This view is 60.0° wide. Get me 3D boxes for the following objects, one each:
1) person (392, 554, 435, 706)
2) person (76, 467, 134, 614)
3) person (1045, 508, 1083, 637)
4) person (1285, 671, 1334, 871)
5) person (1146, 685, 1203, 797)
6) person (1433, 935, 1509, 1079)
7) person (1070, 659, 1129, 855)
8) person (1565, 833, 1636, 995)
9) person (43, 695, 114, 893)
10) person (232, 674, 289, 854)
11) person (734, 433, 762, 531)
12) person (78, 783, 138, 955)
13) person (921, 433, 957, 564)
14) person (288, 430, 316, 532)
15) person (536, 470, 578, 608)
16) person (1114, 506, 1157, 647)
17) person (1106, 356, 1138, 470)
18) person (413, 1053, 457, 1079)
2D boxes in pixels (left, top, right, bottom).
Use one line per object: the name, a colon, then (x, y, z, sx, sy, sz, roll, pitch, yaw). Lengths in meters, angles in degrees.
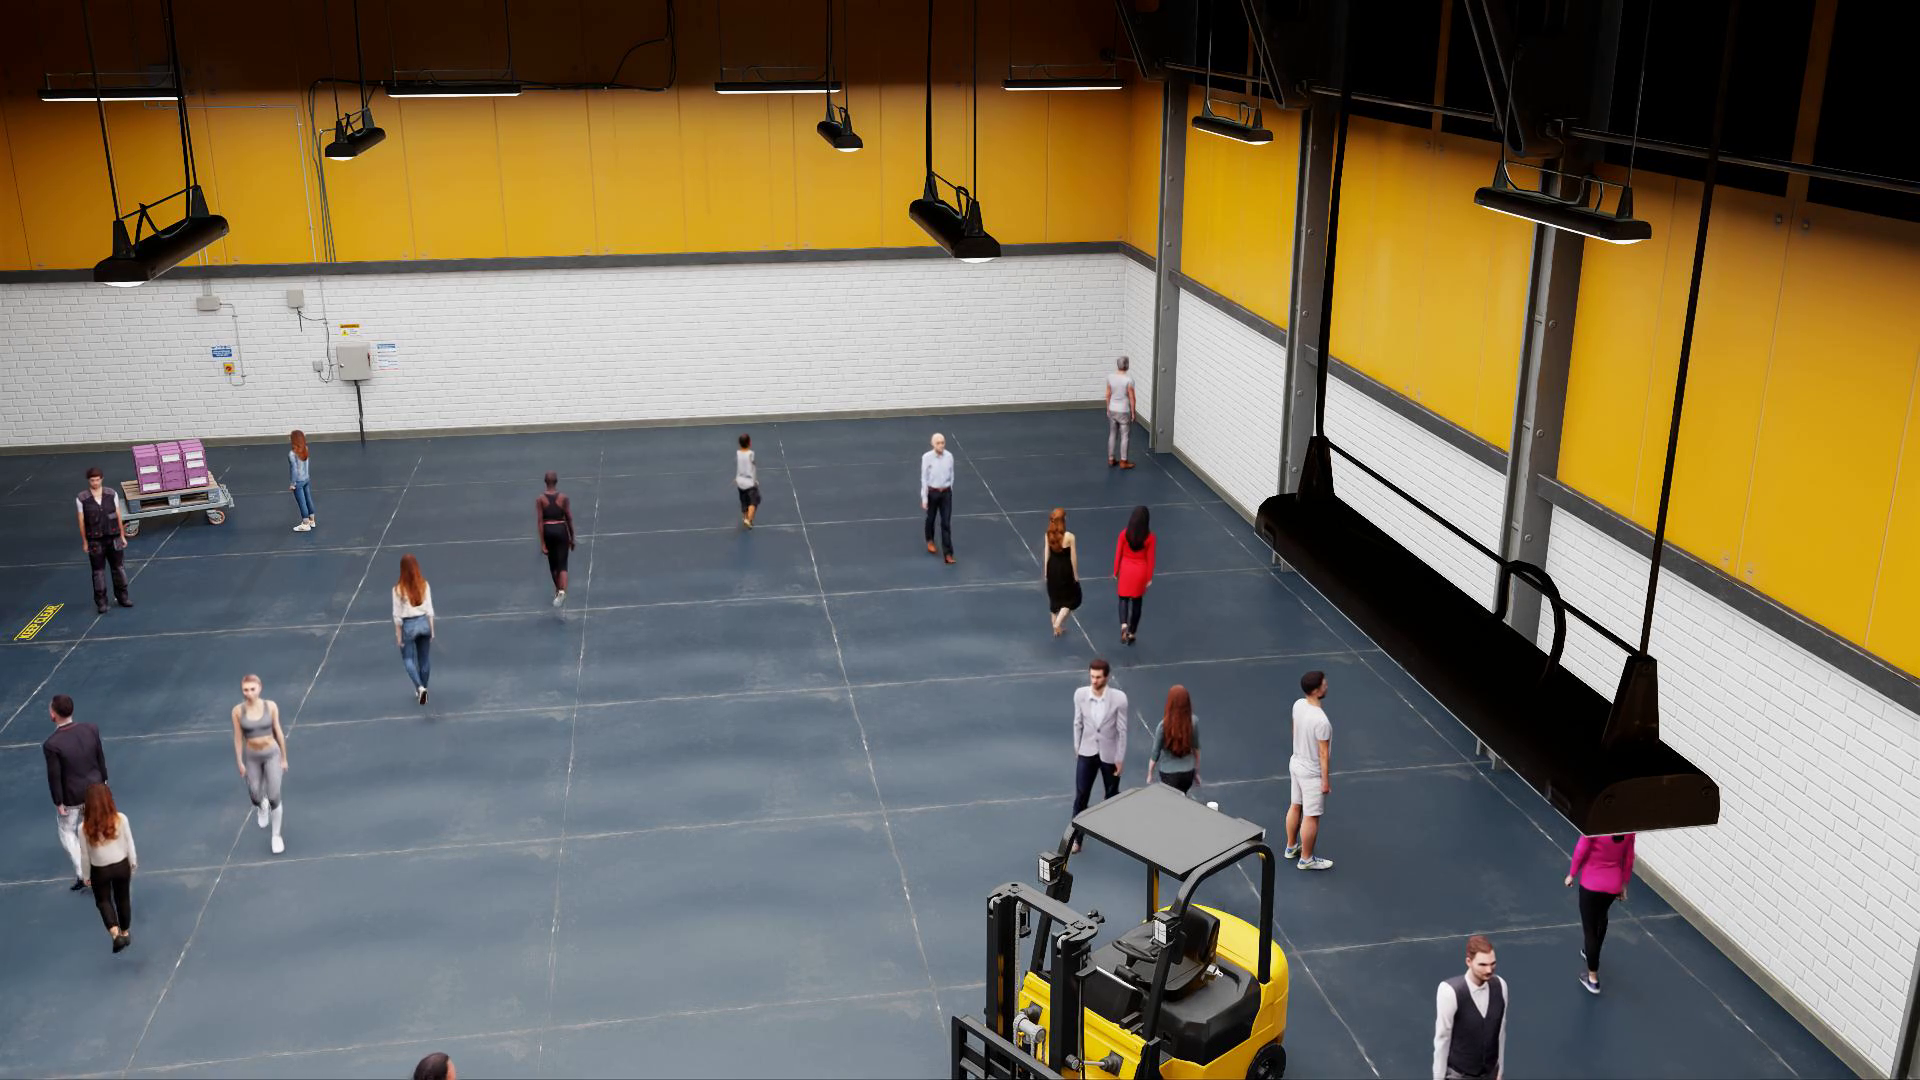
person: (-5.856, 0.992, 17.941, 0.776, 1.716, 0.957, -11, 22, -30)
person: (-10.700, -0.027, 20.763, 0.744, 1.847, 0.752, -16, 24, -39)
person: (1.160, 0.422, 19.793, 0.790, 1.614, 0.858, 10, 21, 28)
person: (3.081, 2.013, 14.692, 0.774, 1.855, 0.557, -6, 20, -18)
person: (1.935, 2.131, 14.551, 0.721, 1.722, 0.995, -7, 20, -20)
person: (3.224, 3.354, 10.581, 0.666, 1.938, 0.583, -6, 19, -17)
person: (1.305, 1.904, 15.088, 1.001, 1.809, 1.230, 5, 19, 15)
person: (4.990, 2.722, 12.854, 0.582, 1.685, 0.759, -3, 19, -9)
person: (-7.442, 2.198, 14.184, 0.831, 1.828, 0.777, 13, 23, 34)
person: (-6.314, 1.971, 15.076, 0.682, 1.690, 0.914, -8, 20, -22)
person: (-3.077, -0.864, 23.876, 0.704, 1.446, 0.807, 4, 19, 11)
person: (-6.811, 2.659, 13.368, 0.707, 1.475, 0.845, -13, 22, -33)
person: (-0.331, -0.588, 22.598, 0.777, 1.738, 1.278, -6, 20, -17)
person: (-9.449, -0.868, 23.839, 0.678, 1.478, 0.538, 2, 19, 7)
person: (-5.064, 0.034, 20.782, 0.617, 1.718, 1.080, -4, 19, -12)
person: (2.036, 0.469, 19.469, 0.797, 1.732, 0.948, 1, 19, 4)
person: (2.585, -2.069, 26.856, 0.734, 1.827, 0.817, 15, 23, 37)
person: (-3.048, 3.765, 9.803, 0.971, 1.654, 1.029, 13, 23, 35)
